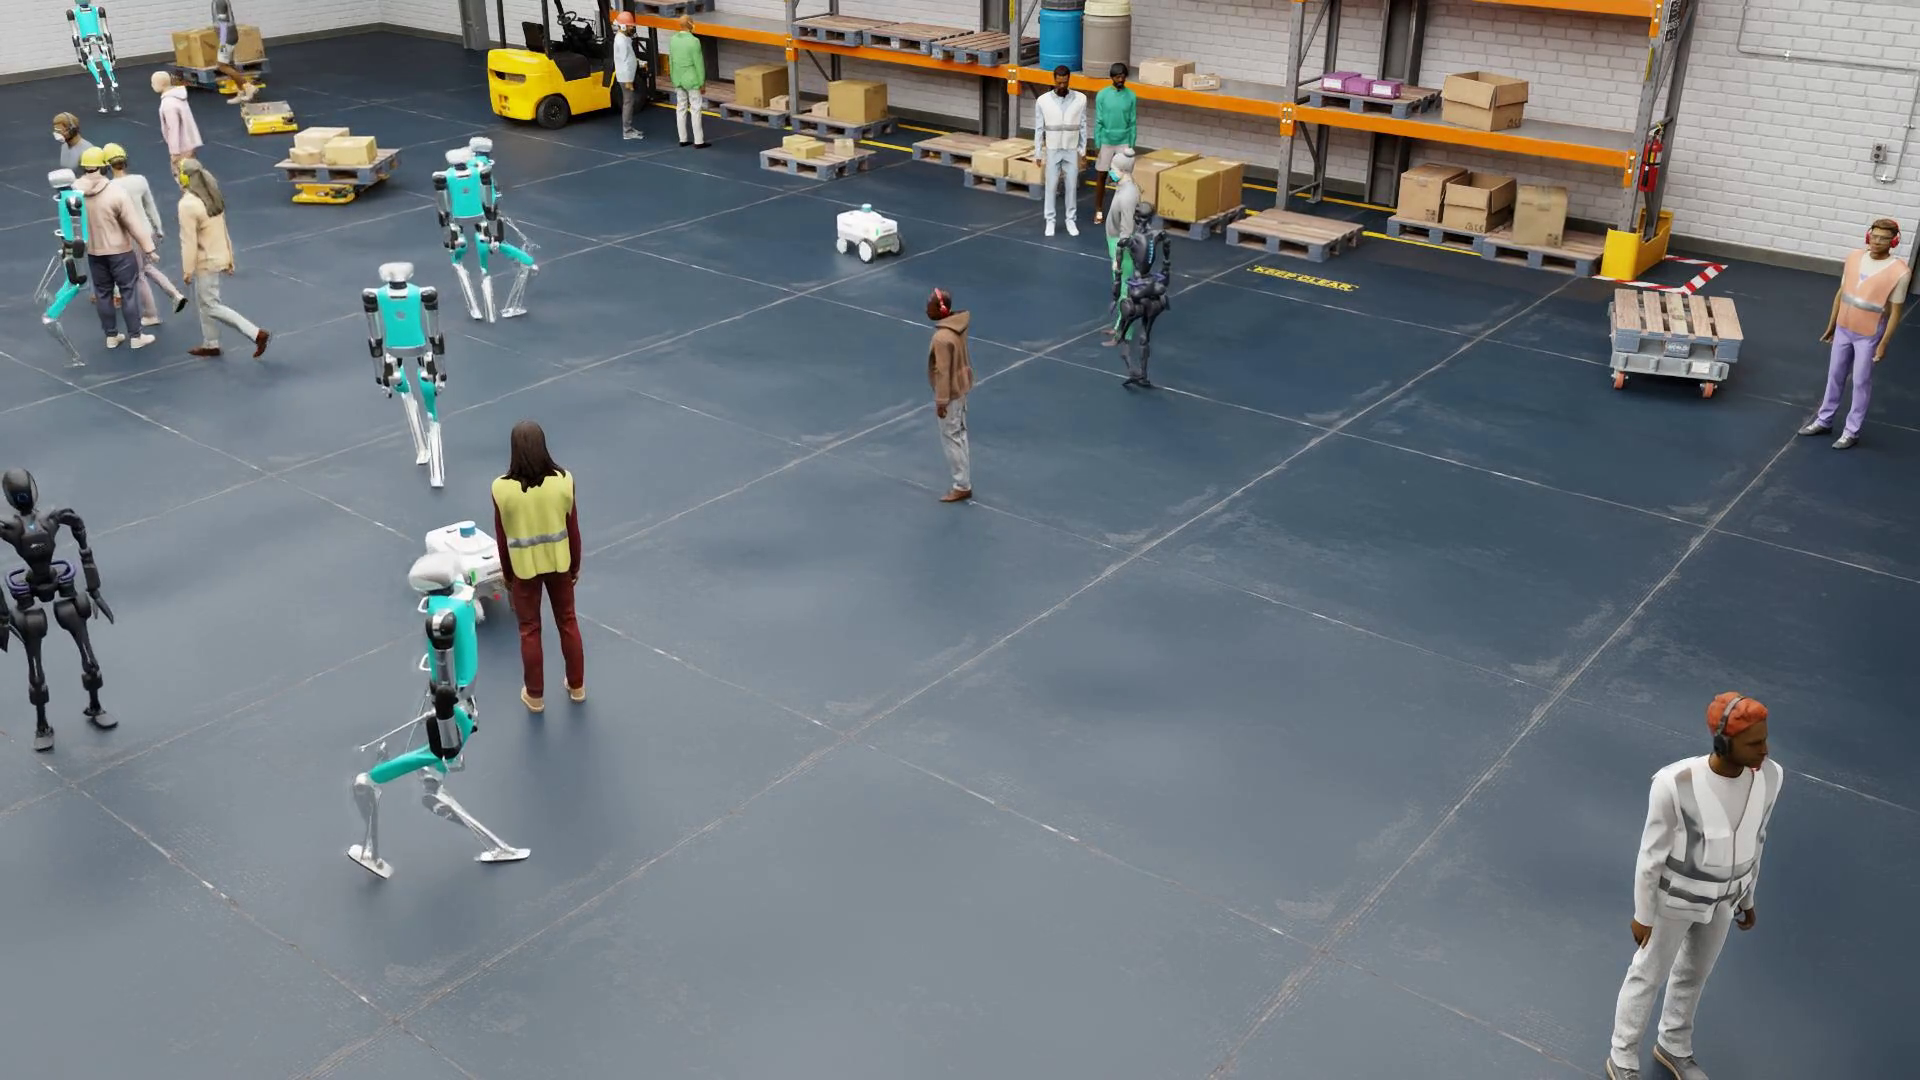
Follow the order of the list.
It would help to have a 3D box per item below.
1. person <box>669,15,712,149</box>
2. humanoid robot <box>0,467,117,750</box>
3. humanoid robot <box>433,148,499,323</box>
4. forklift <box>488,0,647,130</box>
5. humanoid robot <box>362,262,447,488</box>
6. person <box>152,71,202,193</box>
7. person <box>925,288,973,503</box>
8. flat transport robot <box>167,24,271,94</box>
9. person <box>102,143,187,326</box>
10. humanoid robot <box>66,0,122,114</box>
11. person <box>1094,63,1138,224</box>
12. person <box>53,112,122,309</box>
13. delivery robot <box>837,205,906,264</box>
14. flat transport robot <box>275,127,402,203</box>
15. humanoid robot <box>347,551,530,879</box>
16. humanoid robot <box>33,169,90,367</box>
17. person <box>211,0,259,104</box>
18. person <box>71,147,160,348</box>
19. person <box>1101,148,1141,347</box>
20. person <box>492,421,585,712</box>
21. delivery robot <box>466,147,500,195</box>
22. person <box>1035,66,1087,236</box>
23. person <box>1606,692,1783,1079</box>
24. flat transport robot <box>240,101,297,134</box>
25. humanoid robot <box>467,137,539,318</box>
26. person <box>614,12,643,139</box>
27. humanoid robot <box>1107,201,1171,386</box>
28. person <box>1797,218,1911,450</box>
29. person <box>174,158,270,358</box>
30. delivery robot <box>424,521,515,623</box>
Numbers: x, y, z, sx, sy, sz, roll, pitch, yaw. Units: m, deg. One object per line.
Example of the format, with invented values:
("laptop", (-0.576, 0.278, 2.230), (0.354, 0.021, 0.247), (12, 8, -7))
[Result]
("person", (-3.725, -6.291, 22.859), (0.549, 1.781, 0.383), (14, 29, 26))
("humanoid robot", (-5.054, 0.346, 9.233), (0.584, 1.641, 0.320), (-19, 32, -34))
("humanoid robot", (-4.708, -2.888, 15.929), (0.532, 1.820, 0.780), (-11, 28, -21))
("forklift", (-5.874, -7.334, 24.552), (1.214, 2.155, 2.313), (19, 32, 34))
("humanoid robot", (-4.126, -1.283, 12.560), (0.542, 1.767, 0.909), (-5, 26, -10))
("person", (-8.994, -4.525, 19.219), (0.462, 1.763, 0.567), (-5, 26, -10))
("person", (-0.068, -1.073, 12.223), (0.329, 1.640, 0.544), (6, 26, 13))
("flat transport robot", (-11.993, -7.444, 26.988), (1.431, 0.231, 0.659), (16, 30, 30))
("person", (-7.868, -2.897, 15.873), (0.426, 1.749, 0.509), (6, 26, 12))
("humanoid robot", (-12.709, -7.136, 24.508), (0.533, 1.676, 0.735), (-16, 30, -30))
("person", (1.799, -4.604, 19.302), (0.501, 1.843, 0.395), (0, 26, -1))
("person", (-8.565, -3.247, 16.387), (0.628, 1.932, 0.361), (23, 34, 39))
("delivery robot", (-1.013, -3.378, 18.215), (0.499, 0.576, 0.757), (-23, 34, -39))
("flat transport robot", (-7.741, -4.476, 20.839), (0.659, 0.231, 1.431), (2, 26, 4))
("humanoid robot", (-2.719, 0.892, 8.071), (0.995, 1.777, 0.530), (-2, 26, -5))
("humanoid robot", (-8.042, -2.360, 14.809), (0.720, 1.817, 0.539), (-15, 30, -29))
("person", (-11.218, -7.666, 25.455), (0.571, 2.011, 0.612), (-11, 28, -22))
("person", (-7.810, -2.657, 15.251), (0.827, 1.854, 0.432), (0, 26, 0))
("person", (1.499, -2.706, 15.355), (0.339, 1.854, 0.512), (3, 26, 6))
("person", (-2.388, 0.165, 9.514), (0.462, 1.766, 0.382), (-12, 28, -23))
("delivery robot", (-6.071, -4.577, 20.744), (0.499, 0.614, 0.789), (-12, 28, -24))
("person", (1.136, -4.397, 18.801), (0.597, 1.907, 0.413), (-4, 26, -8))
("person", (2.962, 1.456, 6.700), (0.573, 1.884, 0.356), (-7, 27, -15))
("flat transport robot", (-10.172, -6.216, 24.444), (0.659, 0.231, 1.431), (-12, 28, -23))
("humanoid robot", (-4.371, -3.019, 16.105), (0.638, 1.779, 0.531), (-9, 27, -18))
("person", (-4.669, -6.541, 23.423), (0.351, 1.737, 0.574), (-4, 26, -9))
("humanoid robot", (1.568, -2.114, 14.320), (0.589, 1.642, 0.355), (-12, 28, -23))
("person", (7.114, -1.636, 13.141), (0.386, 1.849, 0.567), (-11, 28, -22))
("person", (-6.711, -2.507, 14.950), (0.795, 1.845, 0.552), (1, 26, 2))
("delivery robot", (-3.210, 0.164, 10.915), (0.499, 0.607, 0.801), (-21, 33, -36))
